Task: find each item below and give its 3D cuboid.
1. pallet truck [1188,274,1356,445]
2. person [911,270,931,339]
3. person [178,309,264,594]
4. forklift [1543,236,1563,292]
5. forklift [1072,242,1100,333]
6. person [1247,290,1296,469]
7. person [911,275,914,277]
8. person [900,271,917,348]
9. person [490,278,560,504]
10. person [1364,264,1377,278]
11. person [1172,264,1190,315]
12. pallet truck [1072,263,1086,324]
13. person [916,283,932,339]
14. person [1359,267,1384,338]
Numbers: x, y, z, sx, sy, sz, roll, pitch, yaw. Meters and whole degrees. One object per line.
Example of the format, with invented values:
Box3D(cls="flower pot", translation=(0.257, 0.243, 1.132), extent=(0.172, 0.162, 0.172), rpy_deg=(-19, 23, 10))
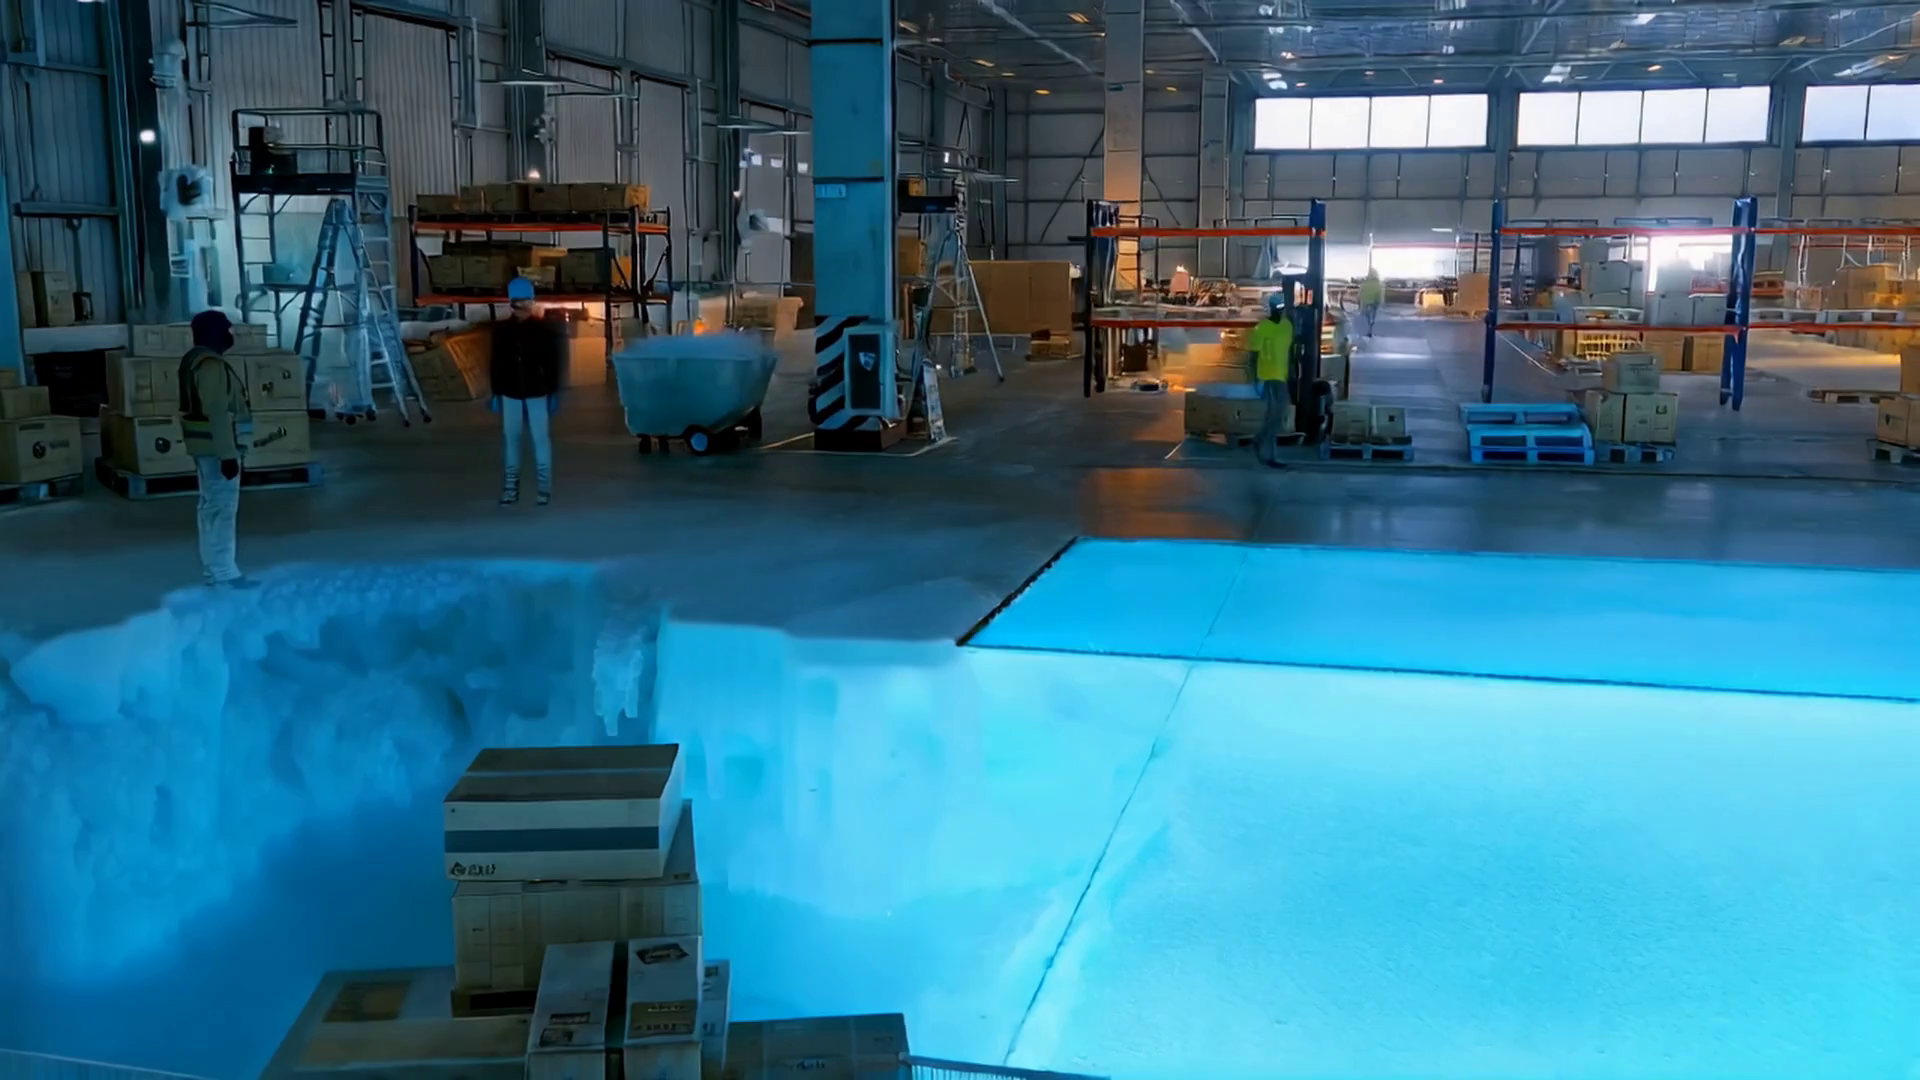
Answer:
Box3D(cls="pallet truck", translation=(3.653, -2.138, 19.590), extent=(1.885, 1.965, 0.823), rpy_deg=(-4, 10, -20))
Box3D(cls="person", translation=(-0.971, -5.707, 40.936), extent=(0.583, 1.882, 0.337), rpy_deg=(3, 10, 19))
Box3D(cls="person", translation=(-4.825, -0.576, 10.849), extent=(0.429, 1.842, 0.634), rpy_deg=(-7, 12, -36))
Box3D(cls="forklift", translation=(18.479, -8.084, 51.999), extent=(1.873, 2.768, 1.129), rpy_deg=(2, 10, 14))
Box3D(cls="forklift", translation=(4.155, -7.286, 47.305), extent=(1.873, 2.768, 1.129), rpy_deg=(2, 10, 14))
Box3D(cls="person", translation=(3.235, -1.672, 17.281), extent=(0.533, 1.850, 0.581), rpy_deg=(-6, 11, -31))
Box3D(cls="person", translation=(-1.553, -7.816, 54.196), extent=(0.532, 1.587, 0.873), rpy_deg=(2, 10, 9))
Box3D(cls="person", translation=(-1.297, -5.562, 40.194), extent=(0.509, 1.844, 0.329), rpy_deg=(0, 10, -1))
Box3D(cls="person", translation=(-3.837, -1.303, 14.675), extent=(0.611, 1.996, 0.378), rpy_deg=(0, 10, 0))
Box3D(cls="person", translation=(15.678, -9.565, 63.482), extent=(0.547, 1.942, 0.351), rpy_deg=(7, 12, 35))
Box3D(cls="person", translation=(7.793, -8.739, 58.624), extent=(0.635, 1.937, 0.353), rpy_deg=(2, 10, 14))
Box3D(cls="pallet truck", translation=(4.325, -8.180, 55.162), extent=(0.823, 1.965, 1.885), rpy_deg=(6, 11, 31))
Box3D(cls="person", translation=(-0.867, -5.397, 39.593), extent=(0.493, 1.715, 0.601), rpy_deg=(7, 12, 34))
Box3D(cls="person", translation=(11.178, -6.446, 45.166), extent=(0.647, 1.927, 0.565), rpy_deg=(0, 10, 0))
